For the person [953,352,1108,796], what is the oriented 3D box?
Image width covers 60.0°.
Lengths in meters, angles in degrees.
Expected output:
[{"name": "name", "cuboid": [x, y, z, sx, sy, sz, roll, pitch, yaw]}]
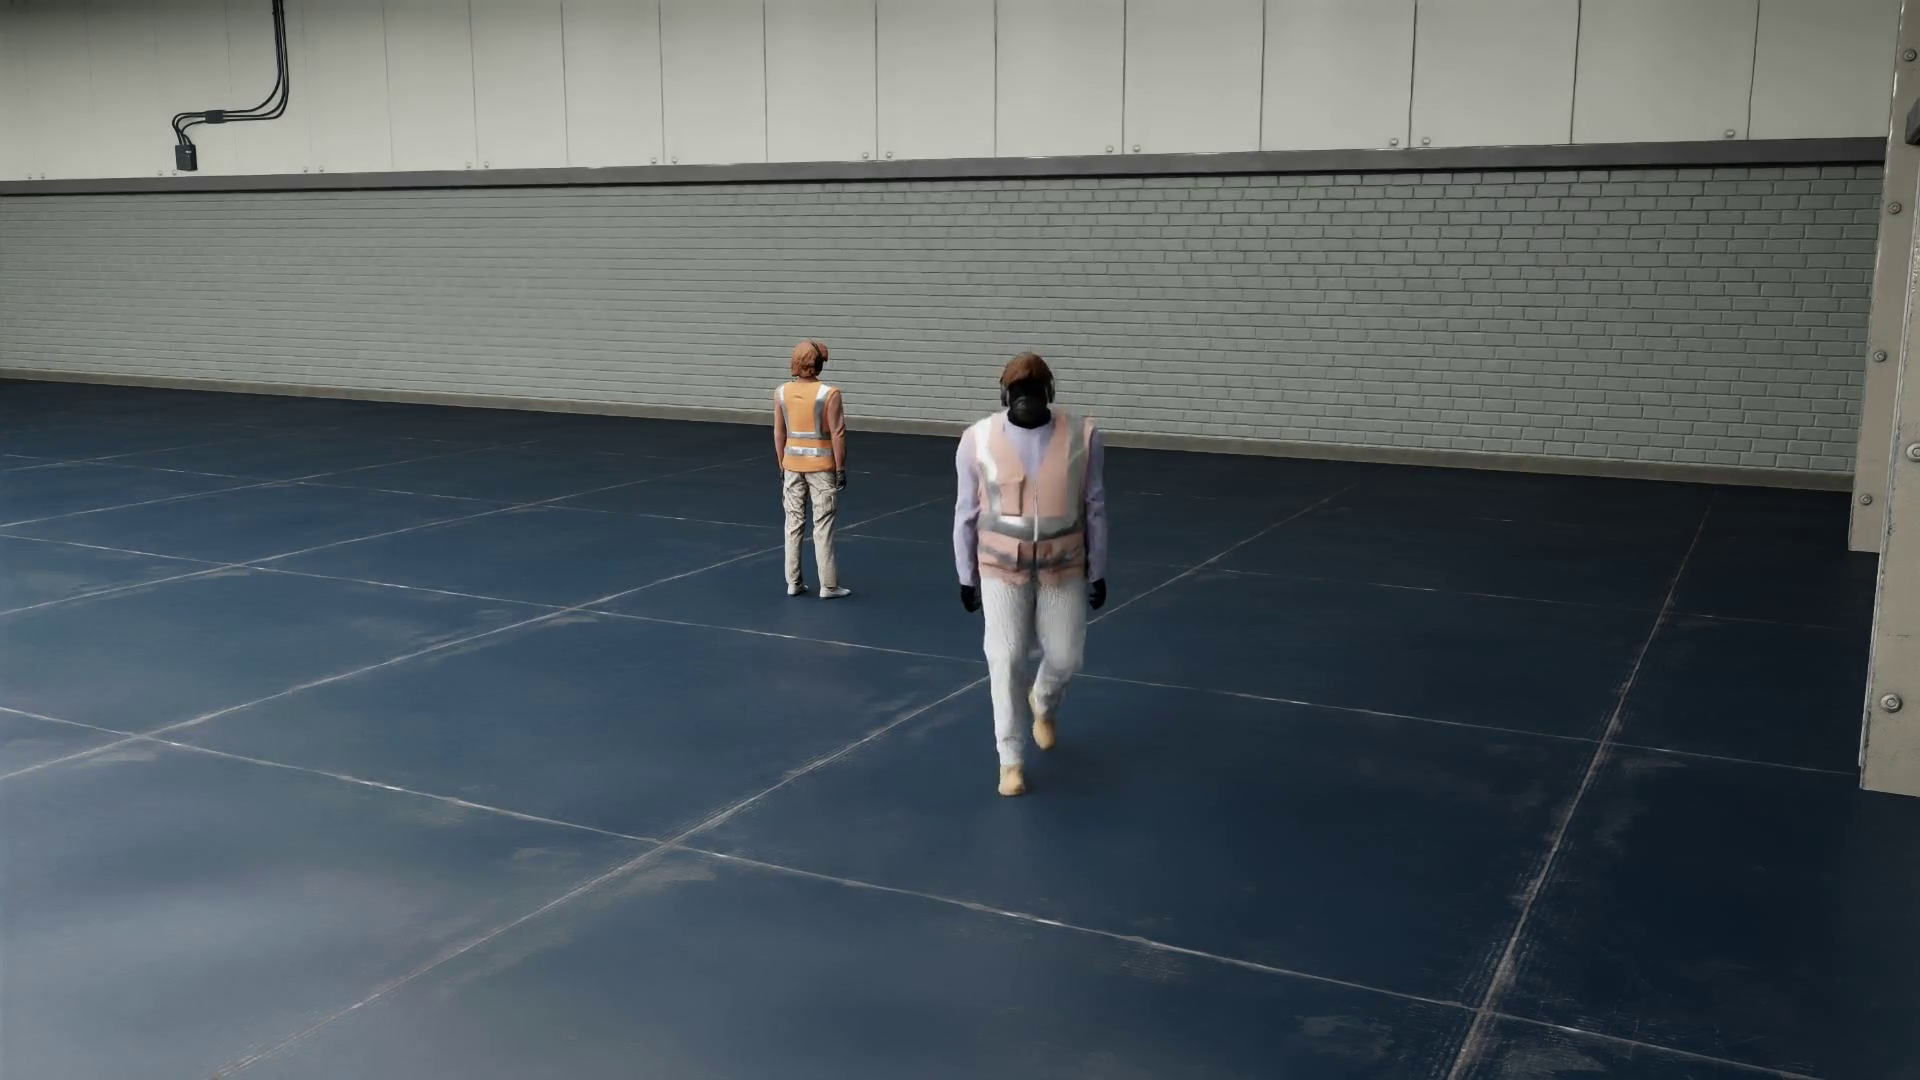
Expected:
[{"name": "person", "cuboid": [0.290, 0.122, 6.966, 0.646, 1.825, 0.560, 0, 10, -2]}]

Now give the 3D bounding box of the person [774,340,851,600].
[{"name": "person", "cuboid": [-0.942, -0.437, 10.519, 0.511, 1.641, 0.308, 5, 12, 26]}]
